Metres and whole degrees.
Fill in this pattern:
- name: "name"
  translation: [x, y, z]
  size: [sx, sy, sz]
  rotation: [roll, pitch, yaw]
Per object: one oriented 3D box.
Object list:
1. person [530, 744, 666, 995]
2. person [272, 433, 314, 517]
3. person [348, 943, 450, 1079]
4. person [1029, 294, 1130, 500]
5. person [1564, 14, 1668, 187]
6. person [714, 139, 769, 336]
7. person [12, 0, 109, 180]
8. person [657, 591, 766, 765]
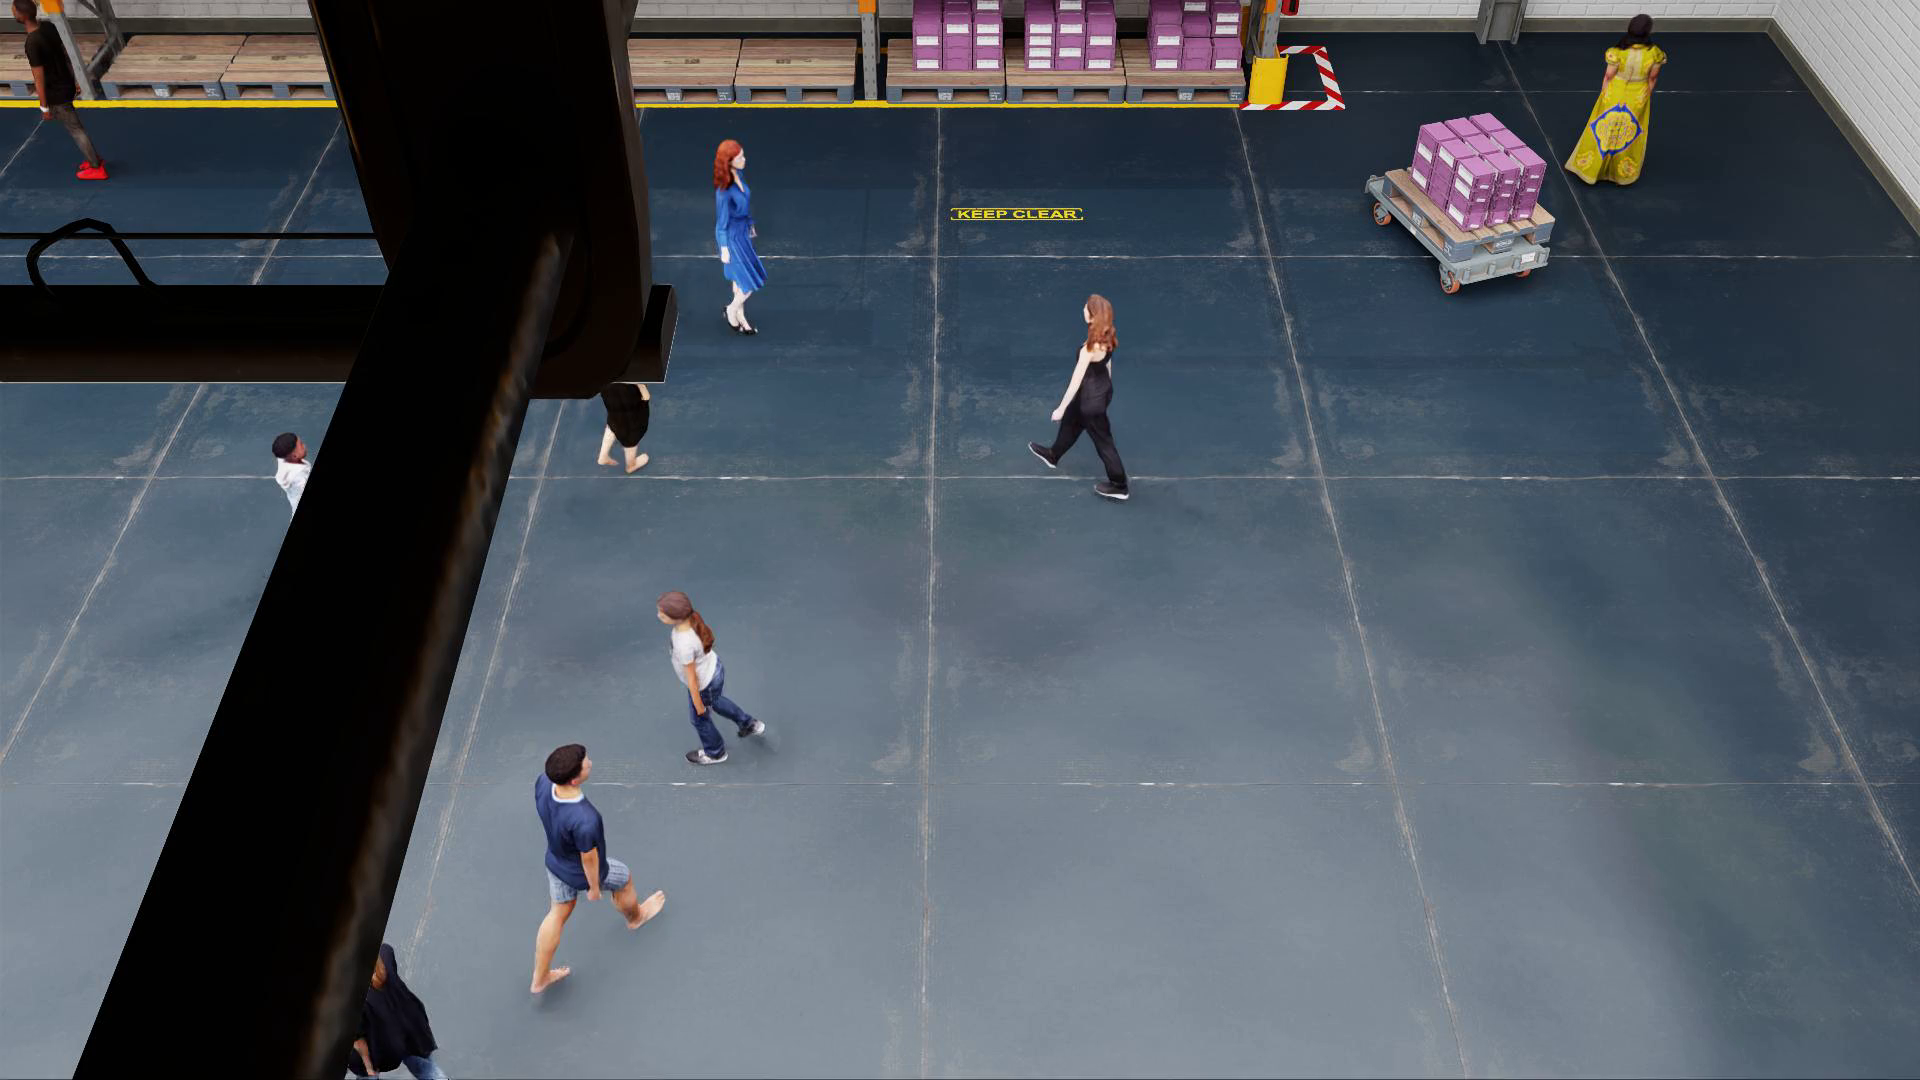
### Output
- name: "person"
  translation: [-2.151, 1.805, 9.061]
  size: [1.181, 1.806, 1.155]
  rotation: [27, 50, 26]
- name: "person"
  translation: [-4.580, -0.197, 11.572]
  size: [0.928, 1.242, 0.770]
  rotation: [-24, 49, -23]
- name: "person"
  translation: [-2.805, 2.533, 8.410]
  size: [1.076, 1.651, 0.895]
  rotation: [17, 46, 17]
- name: "person"
  translation: [1.056, -0.977, 12.060]
  size: [1.176, 1.699, 0.919]
  rotation: [18, 46, 18]
- name: "person"
  translation: [6.101, -4.038, 15.302]
  size: [0.804, 1.658, 0.982]
  rotation: [9, 44, 9]
- name: "person"
  translation: [-1.897, -2.426, 13.495]
  size: [0.742, 1.818, 0.713]
  rotation: [10, 44, 10]
- name: "person"
  translation: [-8.186, -4.123, 15.290]
  size: [0.567, 1.798, 0.658]
  rotation: [1, 44, 1]
- name: "person"
  translation: [-1.551, 0.842, 10.262]
  size: [0.739, 1.546, 0.557]
  rotation: [1, 44, 1]
